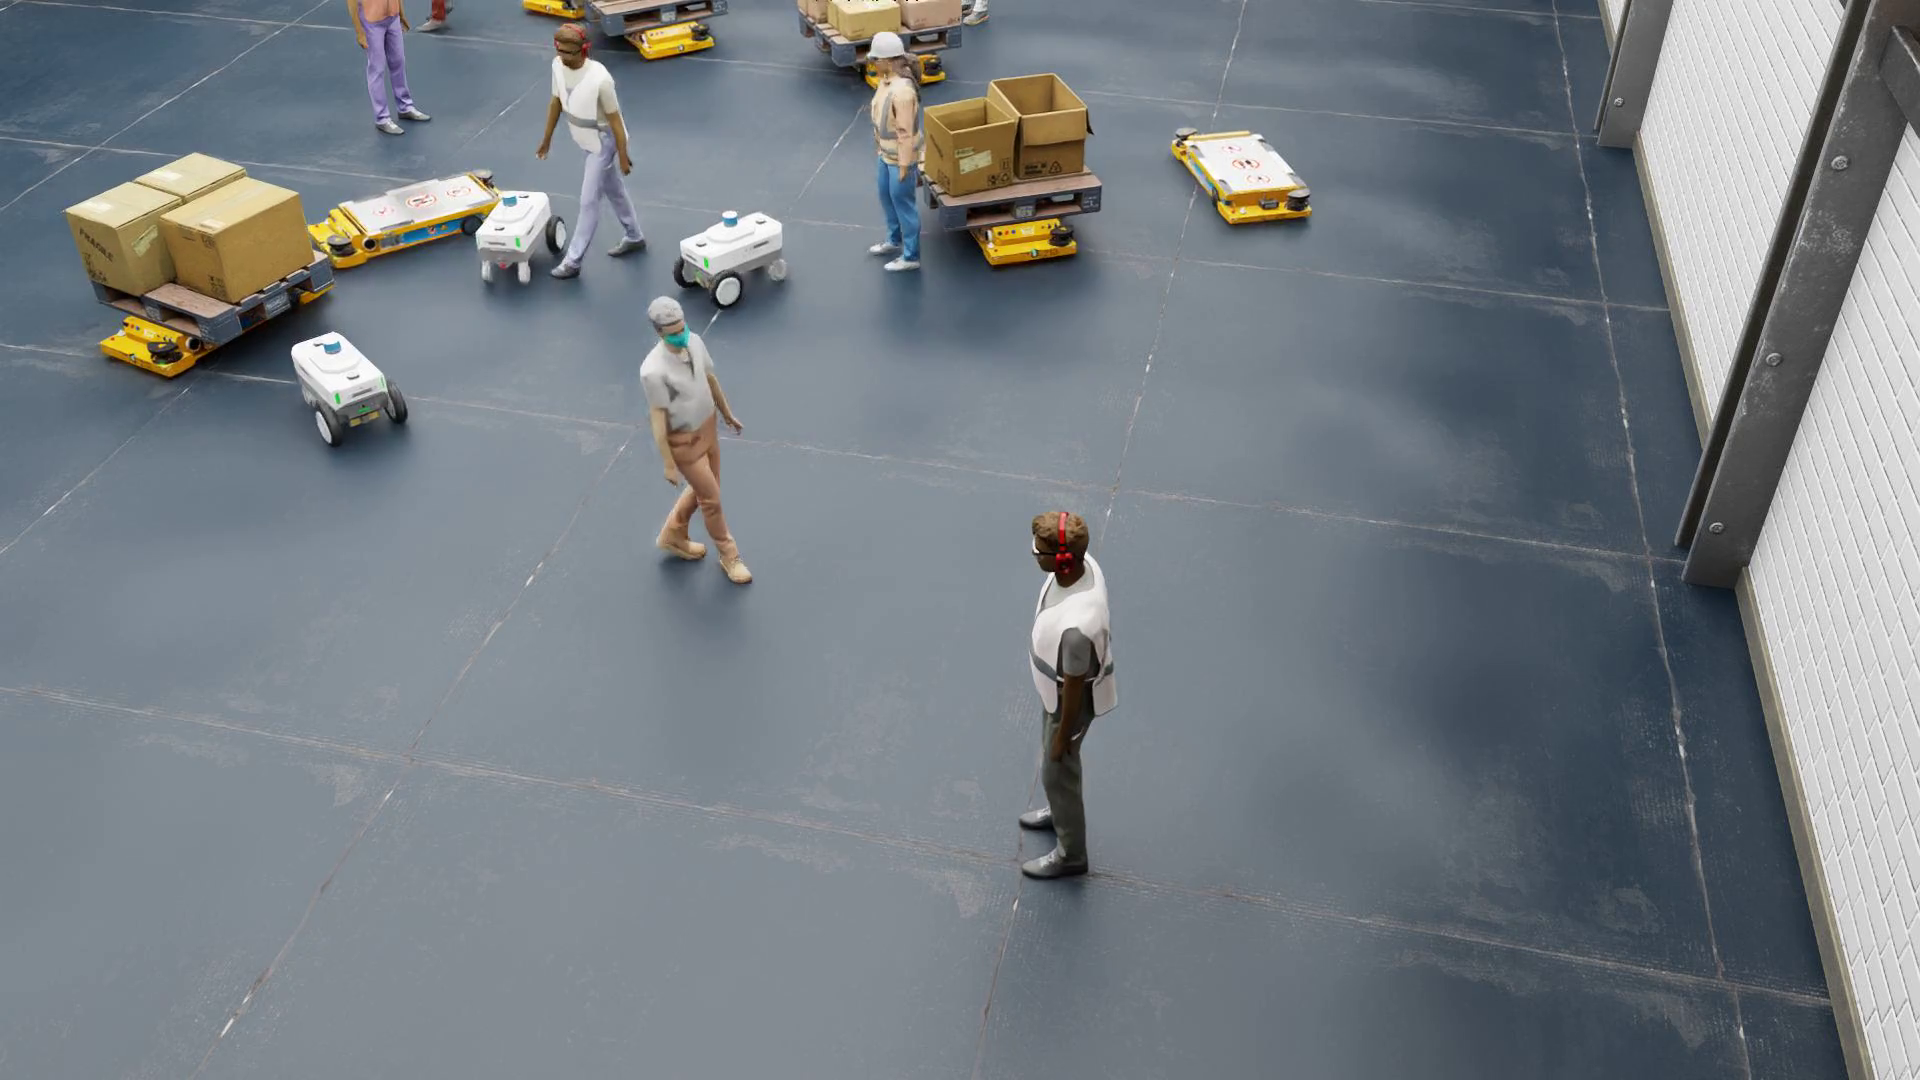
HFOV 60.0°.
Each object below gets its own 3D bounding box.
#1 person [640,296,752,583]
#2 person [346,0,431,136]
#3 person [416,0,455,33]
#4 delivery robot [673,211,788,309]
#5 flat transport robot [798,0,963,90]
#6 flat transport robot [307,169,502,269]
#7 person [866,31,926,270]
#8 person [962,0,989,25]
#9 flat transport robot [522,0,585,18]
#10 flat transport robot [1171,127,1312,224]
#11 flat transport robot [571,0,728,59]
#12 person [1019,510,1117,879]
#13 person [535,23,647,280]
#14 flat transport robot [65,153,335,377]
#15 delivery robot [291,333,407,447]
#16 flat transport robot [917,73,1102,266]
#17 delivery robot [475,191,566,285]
[{"bbox_3d":[-1.411,-0.552,8.759,0.609,1.706,0.548,14,39,18],"label":"person"},{"bbox_3d":[-4.764,-4.254,13.602,0.377,1.836,0.564,16,40,20],"label":"person"},{"bbox_3d":[-5.020,-5.671,15.472,0.466,1.865,0.564,-7,37,-9],"label":"person"},{"bbox_3d":[-1.591,-2.017,11.672,0.772,0.586,0.499,-29,46,-33],"label":"delivery robot"},{"bbox_3d":[-0.724,-4.466,15.195,0.659,0.231,1.431,-16,40,-20],"label":"flat transport robot"},{"bbox_3d":[-4.083,-2.414,12.450,1.431,0.231,0.659,-23,43,-28],"label":"flat transport robot"},{"bbox_3d":[-0.429,-2.697,11.628,0.365,1.712,0.530,-10,38,-13],"label":"person"},{"bbox_3d":[0.087,-5.846,15.693,0.343,1.883,0.586,-24,43,-29],"label":"person"},{"bbox_3d":[-3.665,-5.572,16.675,0.659,0.231,1.431,19,41,23],"label":"flat transport robot"},{"bbox_3d":[2.201,-2.890,13.086,0.659,0.231,1.431,-7,37,-10],"label":"flat transport robot"},{"bbox_3d":[-2.940,-4.928,15.813,0.659,0.231,1.431,-20,41,-24],"label":"flat transport robot"},{"bbox_3d":[0.465,0.651,7.046,0.394,1.830,0.571,0,37,0],"label":"person"},{"bbox_3d":[-2.635,-2.703,11.554,0.919,1.791,0.598,-27,44,-31],"label":"person"},{"bbox_3d":[-5.045,-1.578,11.330,0.659,0.231,1.431,19,41,23],"label":"flat transport robot"},{"bbox_3d":[-3.807,-0.958,10.276,0.499,0.611,0.792,-27,44,-31],"label":"delivery robot"},{"bbox_3d":[0.337,-2.503,12.568,0.659,0.231,1.431,-10,38,-14],"label":"flat transport robot"},{"bbox_3d":[-3.188,-2.219,11.953,0.499,0.599,0.784,4,37,5],"label":"delivery robot"}]
